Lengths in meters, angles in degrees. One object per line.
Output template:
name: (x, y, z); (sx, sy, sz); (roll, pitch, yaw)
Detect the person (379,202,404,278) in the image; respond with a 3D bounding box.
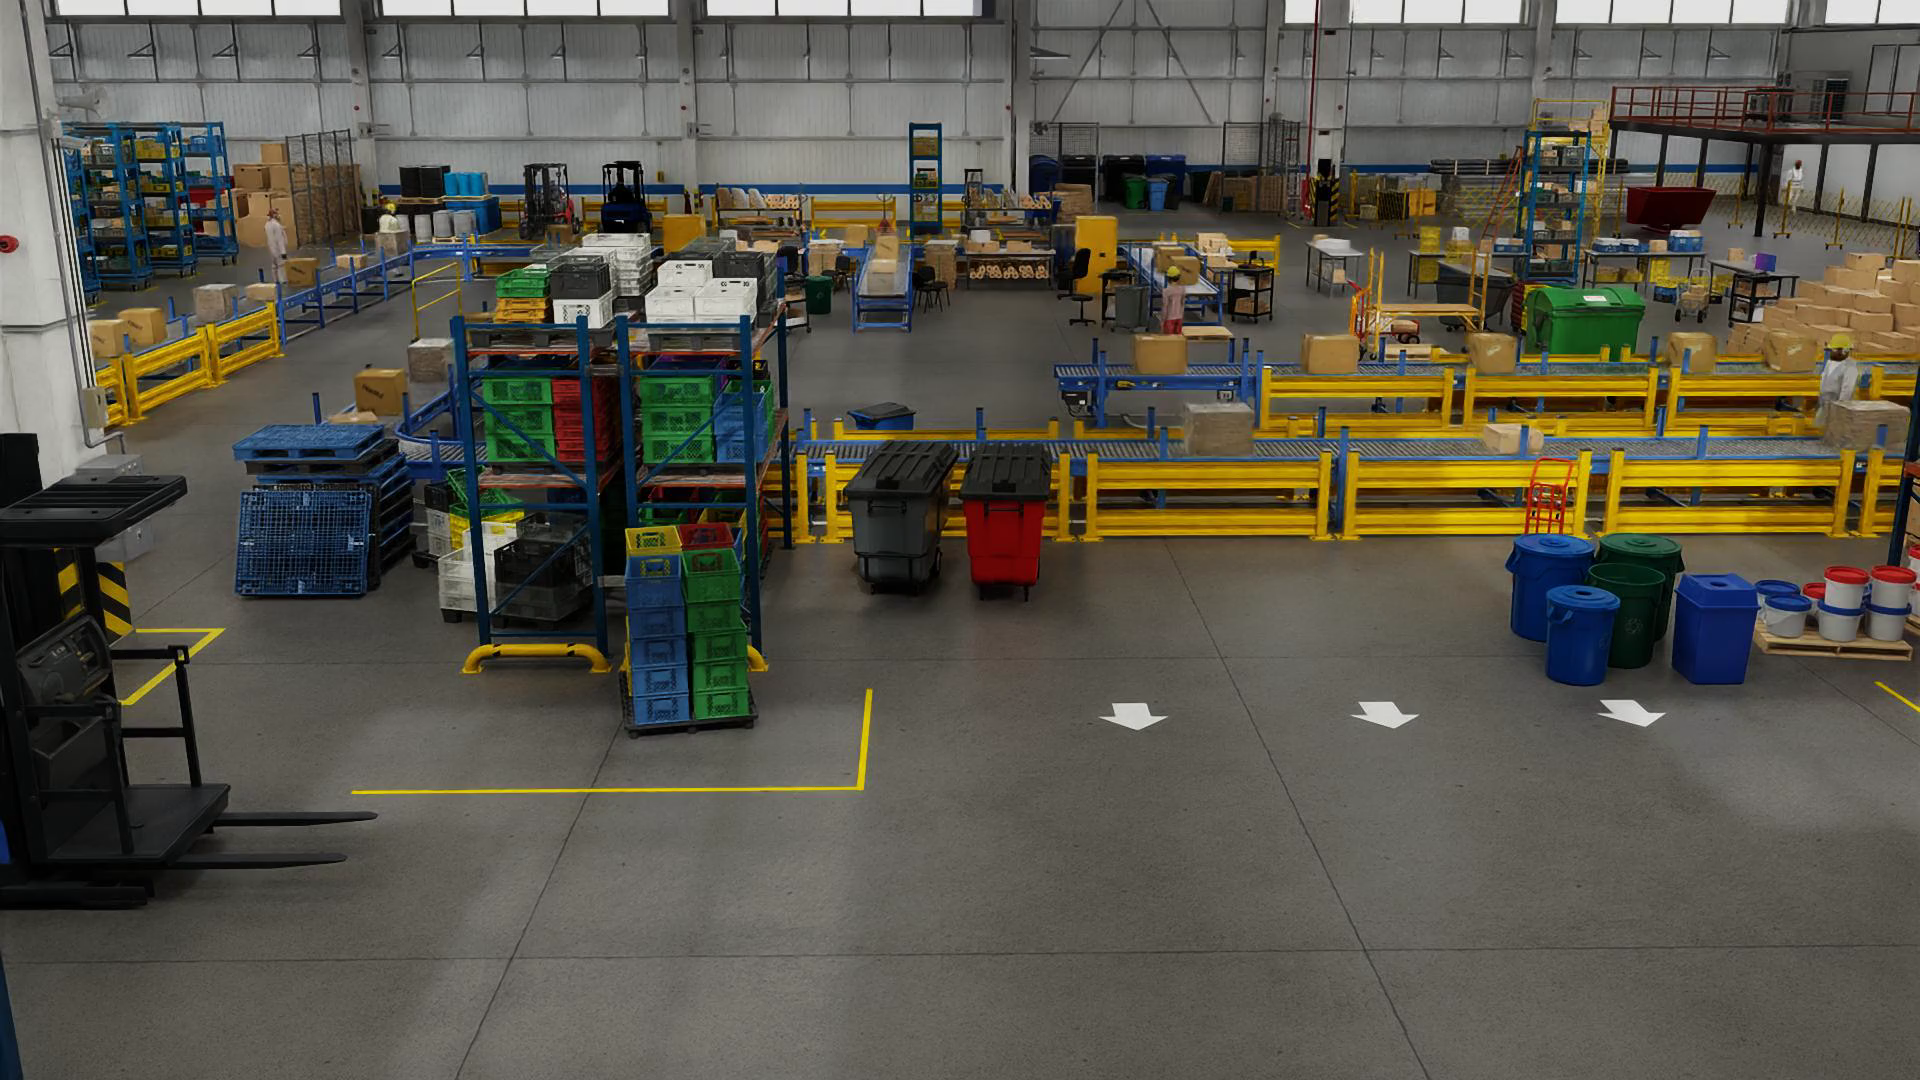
person: (-13.737, -7.202, 40.024); (0.600, 1.807, 0.596); (7, 18, 24)

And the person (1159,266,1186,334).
person: (3.558, -3.703, 27.928); (0.527, 1.772, 0.306); (-13, 20, -37)

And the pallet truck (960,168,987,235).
pallet truck: (0.383, -10.230, 50.206); (0.823, 1.965, 1.885); (-1, 16, -3)

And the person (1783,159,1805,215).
person: (28.400, -11.998, 56.593); (0.583, 1.871, 0.472); (-1, 16, -4)

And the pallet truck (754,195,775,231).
pallet truck: (-6.051, -9.967, 50.660); (0.680, 1.201, 1.601); (0, 16, -1)

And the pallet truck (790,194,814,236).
pallet truck: (-4.814, -9.883, 50.259); (0.704, 1.261, 1.522); (-1, 16, -3)

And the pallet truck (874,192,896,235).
pallet truck: (-2.277, -9.986, 50.594); (0.653, 1.274, 1.630); (0, 16, -1)

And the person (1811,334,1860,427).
person: (10.875, -1.688, 20.875); (0.889, 1.788, 0.626); (-1, 16, -4)

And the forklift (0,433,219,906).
forklift: (-5.952, 0.780, 10.366); (1.873, 2.768, 1.129); (0, 16, -1)

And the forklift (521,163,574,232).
forklift: (-12.233, -10.122, 49.298); (1.157, 1.987, 2.680); (0, 16, -1)

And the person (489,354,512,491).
person: (-5.517, -1.429, 20.149); (0.368, 1.690, 0.575); (2, 16, 8)

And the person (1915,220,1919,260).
person: (22.275, -6.763, 38.148); (0.616, 2.013, 0.916); (6, 17, 19)

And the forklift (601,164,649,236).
forklift: (-9.948, -10.127, 49.296); (1.157, 1.987, 2.680); (-1, 16, -3)

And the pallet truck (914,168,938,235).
pallet truck: (-0.989, -10.316, 50.507); (0.823, 1.965, 1.885); (1, 16, 3)

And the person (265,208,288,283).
person: (-15.314, -6.497, 37.392); (0.410, 1.909, 0.643); (-15, 22, -42)
